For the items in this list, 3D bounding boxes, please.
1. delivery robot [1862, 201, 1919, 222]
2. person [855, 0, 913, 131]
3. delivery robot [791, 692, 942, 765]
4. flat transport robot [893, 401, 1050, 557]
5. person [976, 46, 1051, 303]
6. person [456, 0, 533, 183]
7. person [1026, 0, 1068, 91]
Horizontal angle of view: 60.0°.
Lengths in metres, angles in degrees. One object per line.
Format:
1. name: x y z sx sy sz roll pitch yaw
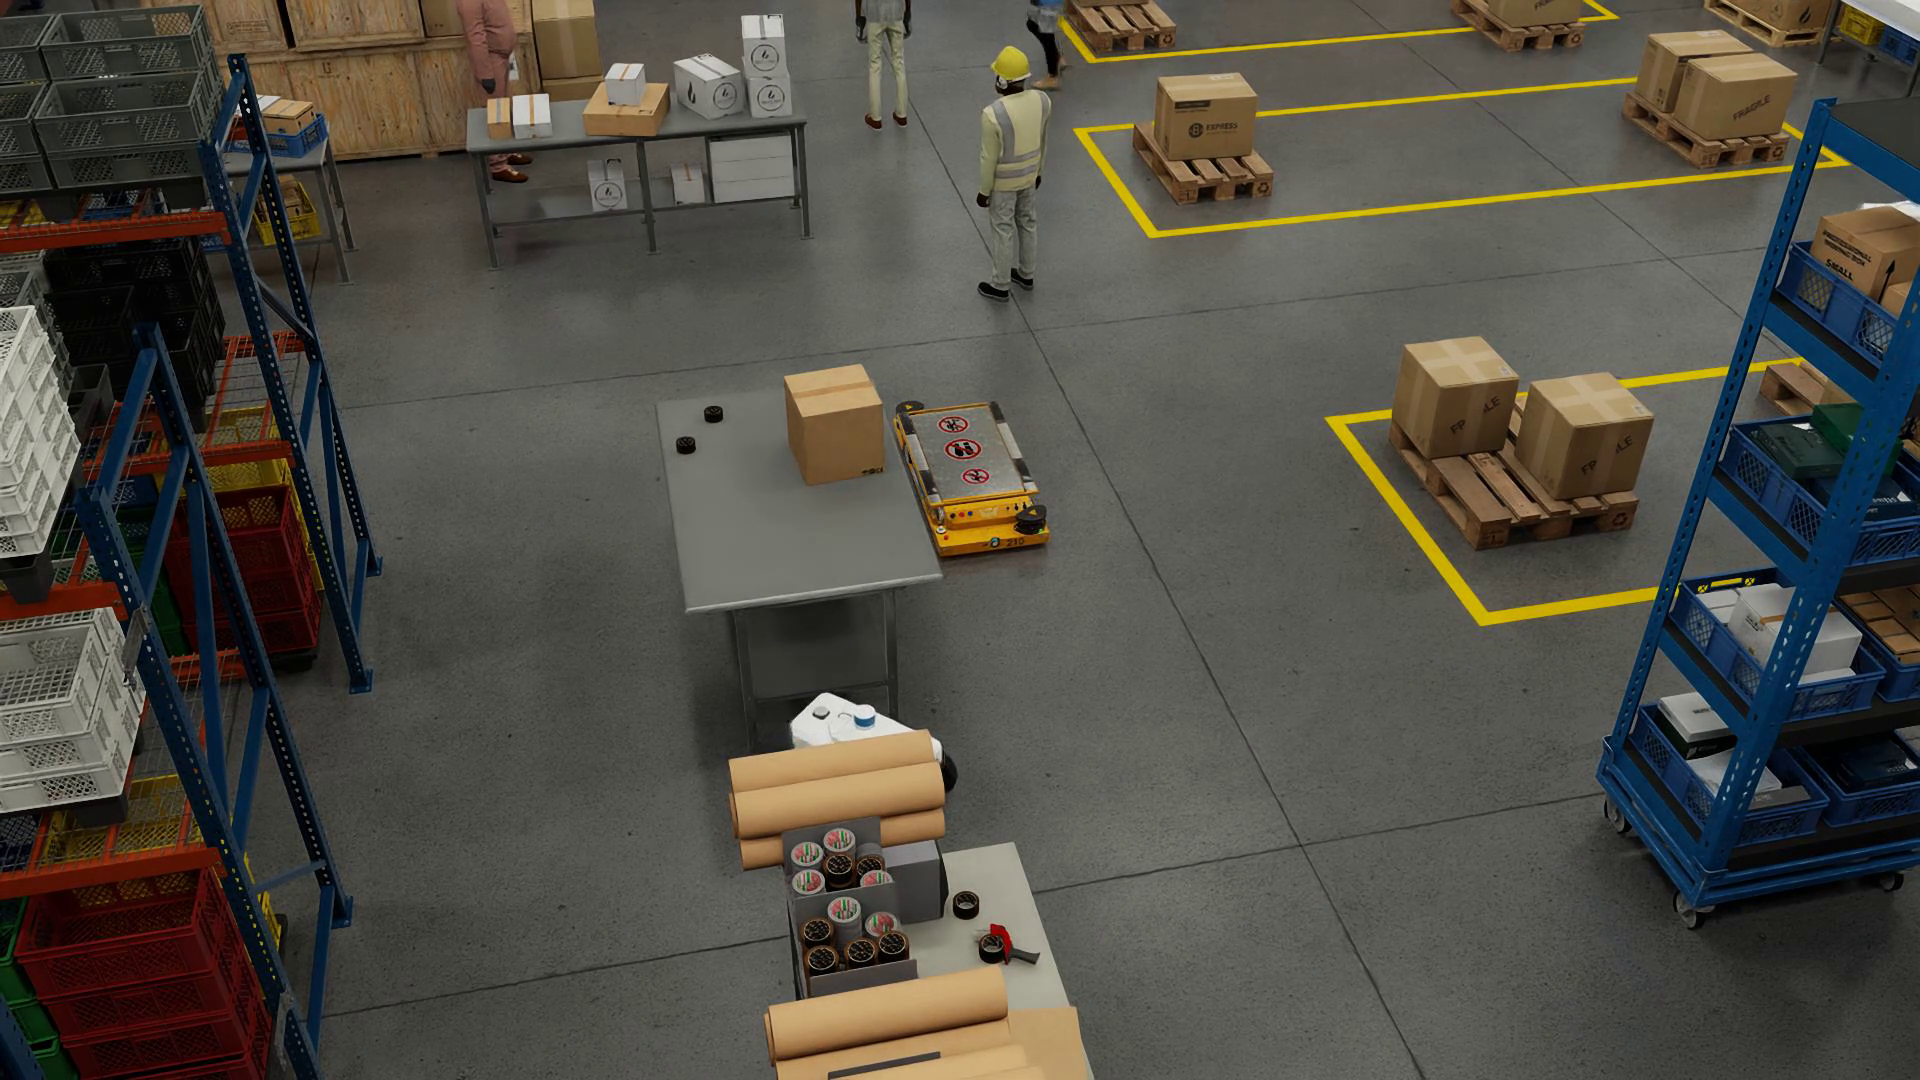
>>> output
1. delivery robot: 7.084 -2.340 12.364 0.707 0.478 0.477 3 37 4
2. person: -0.646 -4.425 14.167 0.504 1.854 0.328 -7 37 -10
3. delivery robot: -0.446 0.990 7.888 0.707 0.478 0.477 21 41 25
4. flat transport robot: 0.046 -0.430 10.108 0.652 0.197 1.431 -8 37 -10
5. person: 0.350 -2.562 11.671 0.592 1.837 0.404 -28 45 -32
6. person: -3.732 -3.845 13.341 0.399 1.905 0.643 -2 37 -3
7. person: 0.752 -4.858 14.888 0.378 1.678 0.545 4 37 5
